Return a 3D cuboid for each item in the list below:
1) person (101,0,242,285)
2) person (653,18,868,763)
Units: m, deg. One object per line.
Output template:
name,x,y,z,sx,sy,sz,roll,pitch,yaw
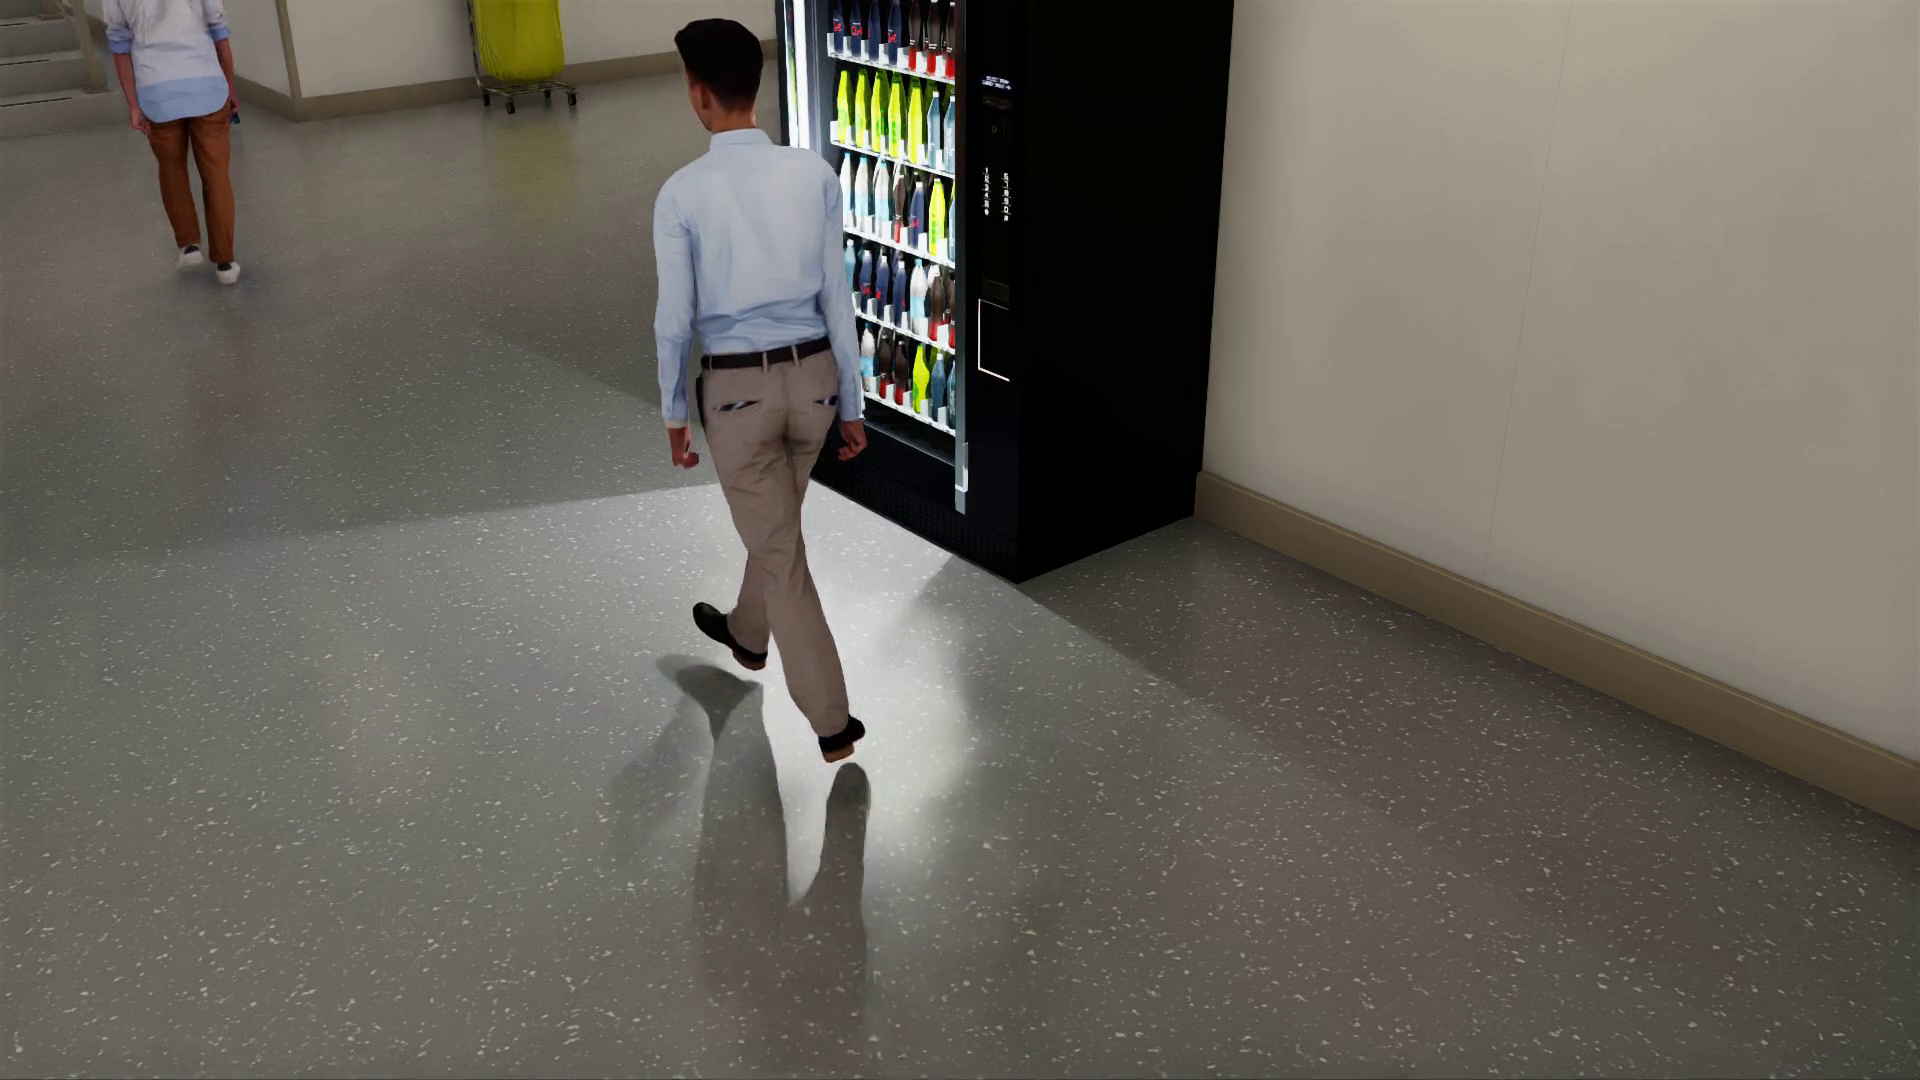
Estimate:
person,-3.644,-2.078,7.790,0.782,1.807,0.780,-9,27,-17
person,-0.425,-0.295,4.099,0.806,1.800,1.248,-10,27,-19
